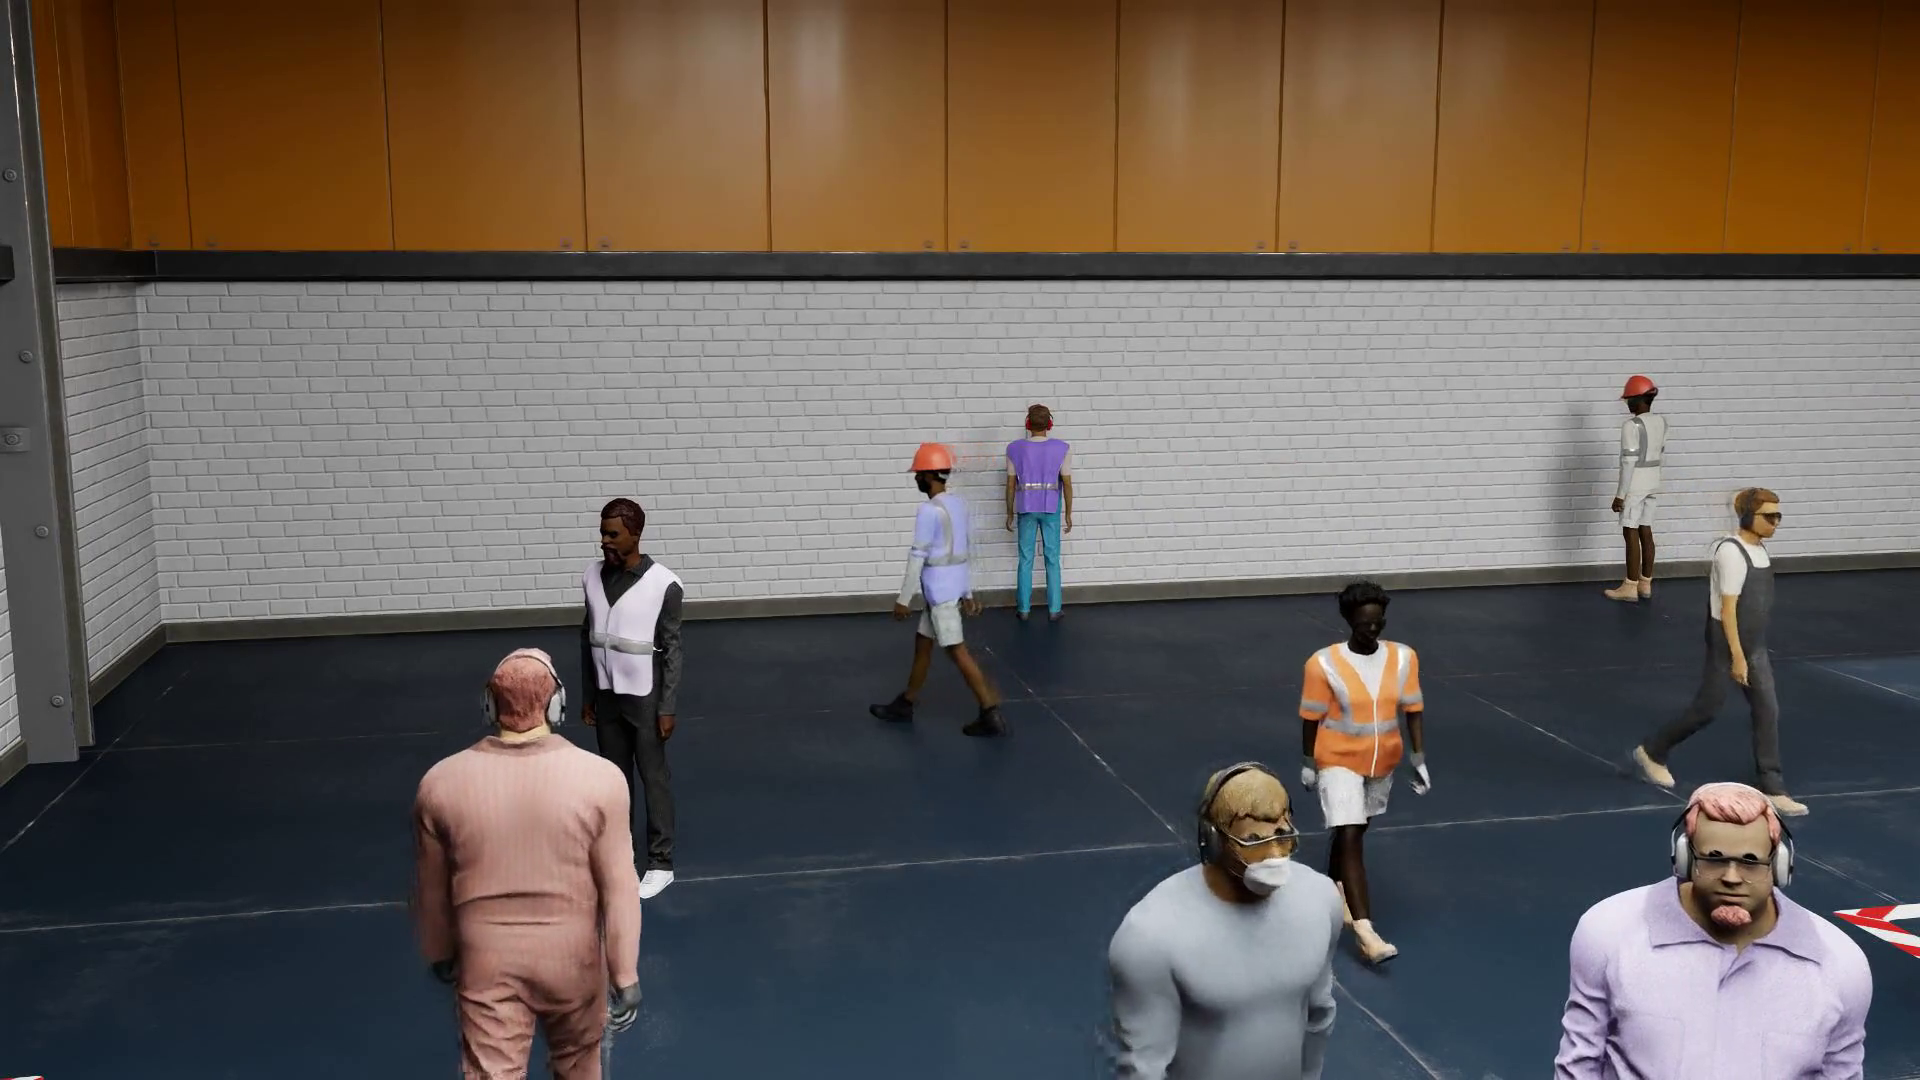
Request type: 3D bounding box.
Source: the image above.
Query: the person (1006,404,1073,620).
[{"bbox_3d":[0.672,-0.227,14.137,0.571,1.849,0.382,1,9,4],"label":"person"}]

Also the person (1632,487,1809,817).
[{"bbox_3d":[4.300,0.589,9.314,0.507,1.817,0.936,-6,11,-34],"label":"person"}]

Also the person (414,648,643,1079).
[{"bbox_3d":[-1.317,1.251,5.117,0.688,1.852,1.003,-1,9,-4],"label":"person"}]

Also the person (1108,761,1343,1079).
[{"bbox_3d":[0.672,1.443,3.851,0.644,1.881,1.032,-4,10,-23],"label":"person"}]

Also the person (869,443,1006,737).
[{"bbox_3d":[-0.119,0.322,10.701,0.997,1.888,0.559,3,10,19],"label":"person"}]

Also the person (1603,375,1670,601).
[{"bbox_3d":[6.099,-0.466,15.020,0.607,2.040,0.378,-7,12,-38],"label":"person"}]

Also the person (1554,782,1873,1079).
[{"bbox_3d":[1.638,1.461,3.678,0.638,1.911,0.406,3,10,17],"label":"person"}]

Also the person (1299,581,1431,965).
[{"bbox_3d":[1.789,0.999,7.295,0.538,1.640,0.899,-2,10,-14],"label":"person"}]

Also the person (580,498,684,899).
[{"bbox_3d":[-1.578,0.746,8.000,0.591,1.920,0.392,5,11,28],"label":"person"}]
